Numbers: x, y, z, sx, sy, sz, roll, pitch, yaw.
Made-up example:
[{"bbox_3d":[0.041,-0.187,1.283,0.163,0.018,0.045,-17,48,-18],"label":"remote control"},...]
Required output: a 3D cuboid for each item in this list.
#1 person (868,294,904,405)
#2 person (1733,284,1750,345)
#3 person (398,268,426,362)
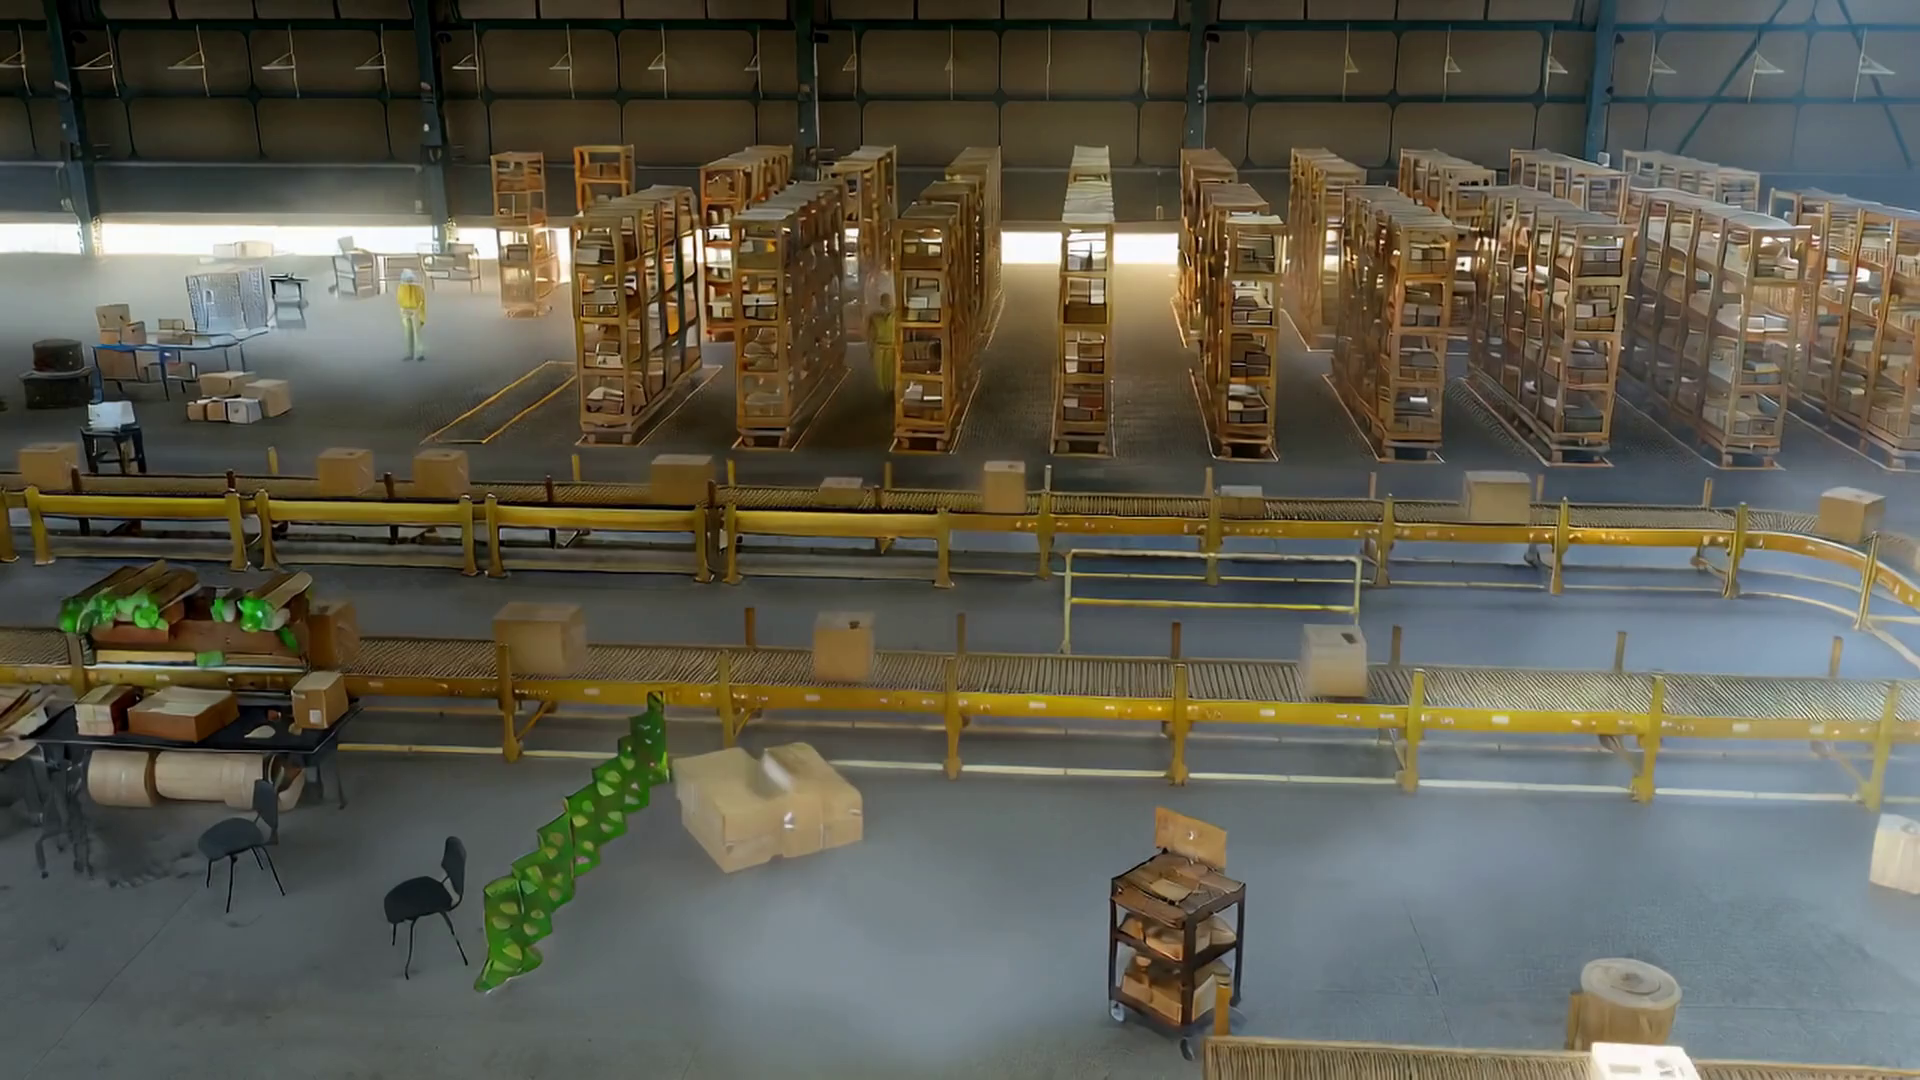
[{"bbox_3d":[-1.286,-3.296,28.874,0.645,1.913,0.866,1,18,2],"label":"person"},{"bbox_3d":[14.706,-3.978,31.236,0.944,1.809,0.575,-1,18,-3],"label":"person"},{"bbox_3d":[-10.710,-4.394,32.501,0.591,1.833,0.404,6,19,19],"label":"person"}]
